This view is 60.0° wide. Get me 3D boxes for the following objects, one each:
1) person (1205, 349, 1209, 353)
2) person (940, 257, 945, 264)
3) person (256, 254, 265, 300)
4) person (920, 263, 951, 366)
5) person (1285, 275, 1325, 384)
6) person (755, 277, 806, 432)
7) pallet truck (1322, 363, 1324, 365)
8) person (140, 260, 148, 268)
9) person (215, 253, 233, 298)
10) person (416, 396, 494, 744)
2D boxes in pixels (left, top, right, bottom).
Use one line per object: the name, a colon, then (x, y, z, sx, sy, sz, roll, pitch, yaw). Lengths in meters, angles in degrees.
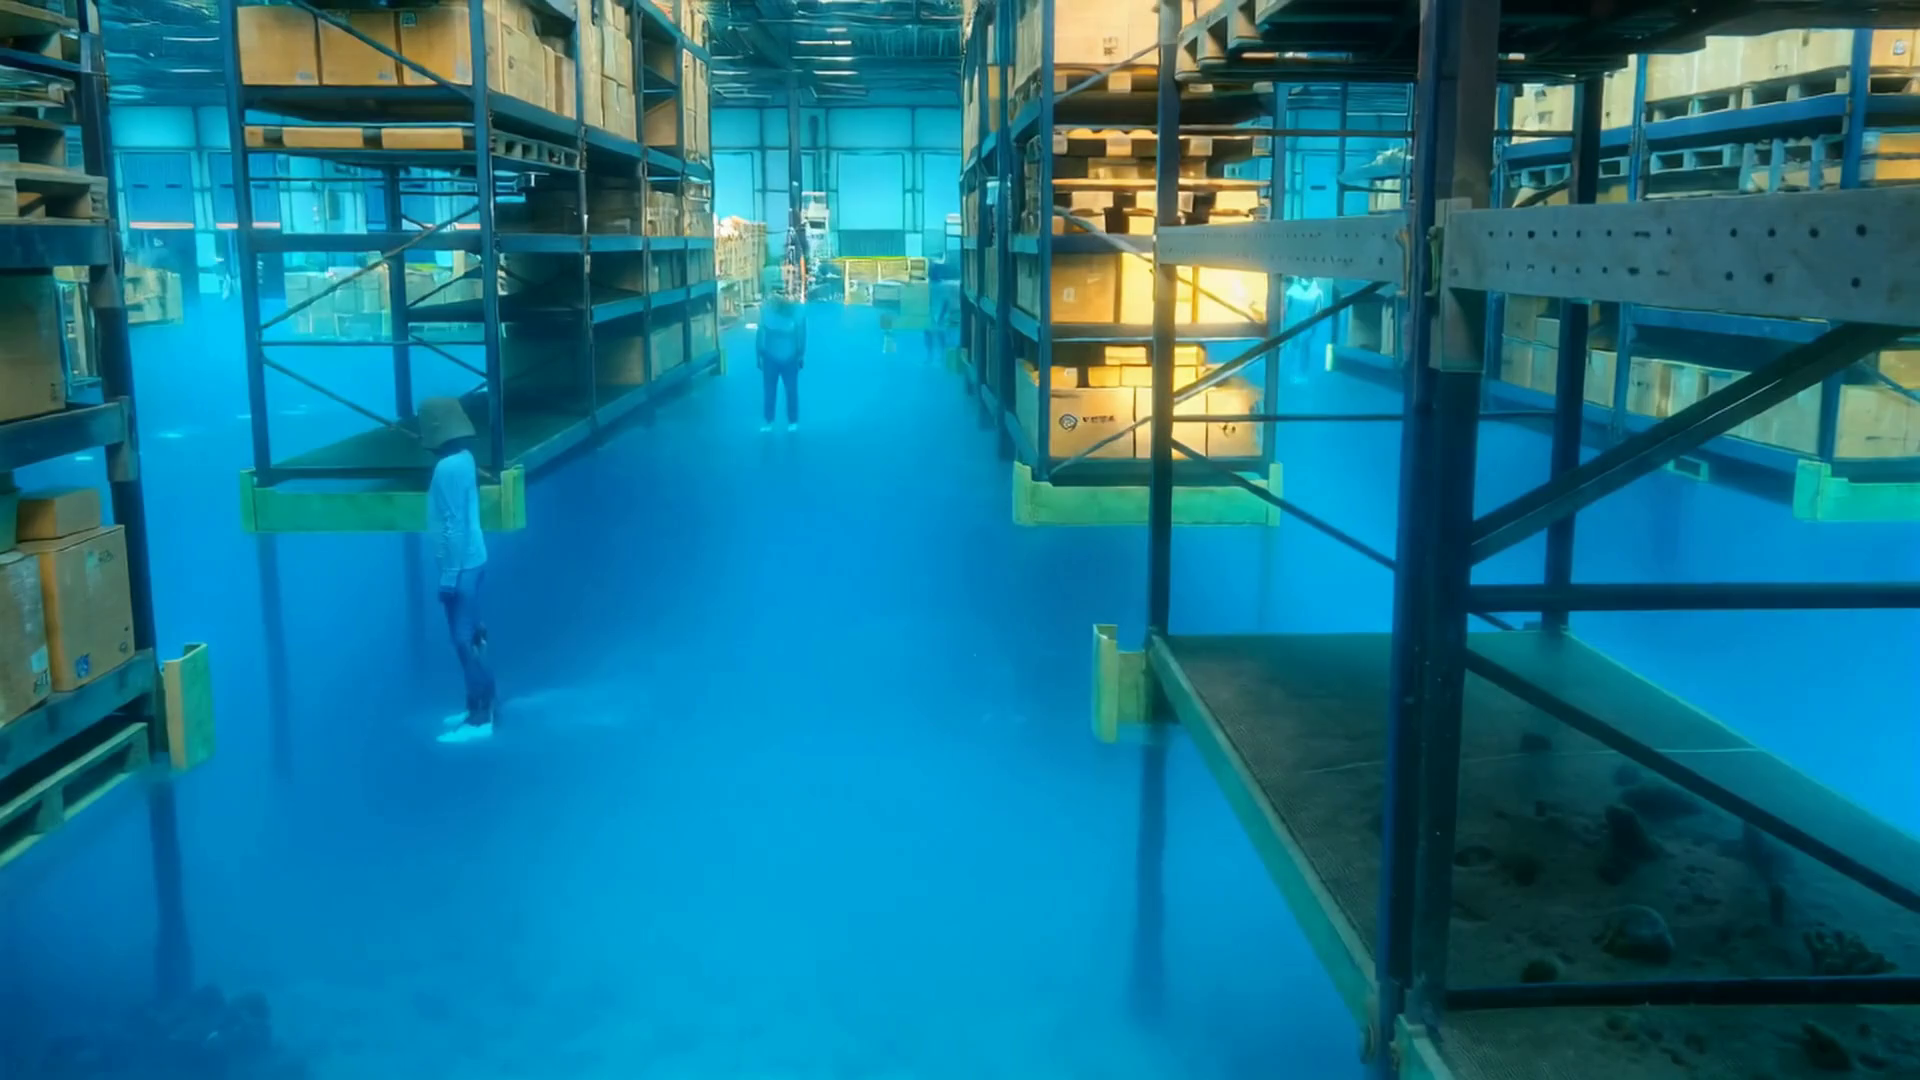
person: (4.632, -4.554, 33.893, 0.889, 1.644, 0.548, 1, 10, 6)
person: (-0.559, -8.358, 54.611, 0.404, 1.826, 0.571, -5, 11, -25)
person: (-28.193, -10.586, 66.742, 0.542, 1.931, 0.375, -8, 13, -38)
person: (-0.463, -4.238, 31.376, 0.609, 1.934, 0.750, 9, 13, 41)
person: (5.714, -3.524, 27.546, 0.647, 1.880, 1.042, 1, 10, 8)
person: (-2.225, -2.280, 20.544, 0.642, 1.907, 0.410, 1, 10, 8)
pallet truck: (7.712, -4.157, 30.737, 1.885, 1.965, 0.823, 3, 11, 16)
person: (-31.212, -9.896, 63.655, 0.520, 1.653, 0.867, -4, 11, -19)
person: (-30.915, -11.095, 69.695, 0.886, 1.900, 0.595, 4, 11, 20)
person: (-2.369, 0.140, 7.814, 0.285, 1.631, 0.502, -1, 10, -8)
